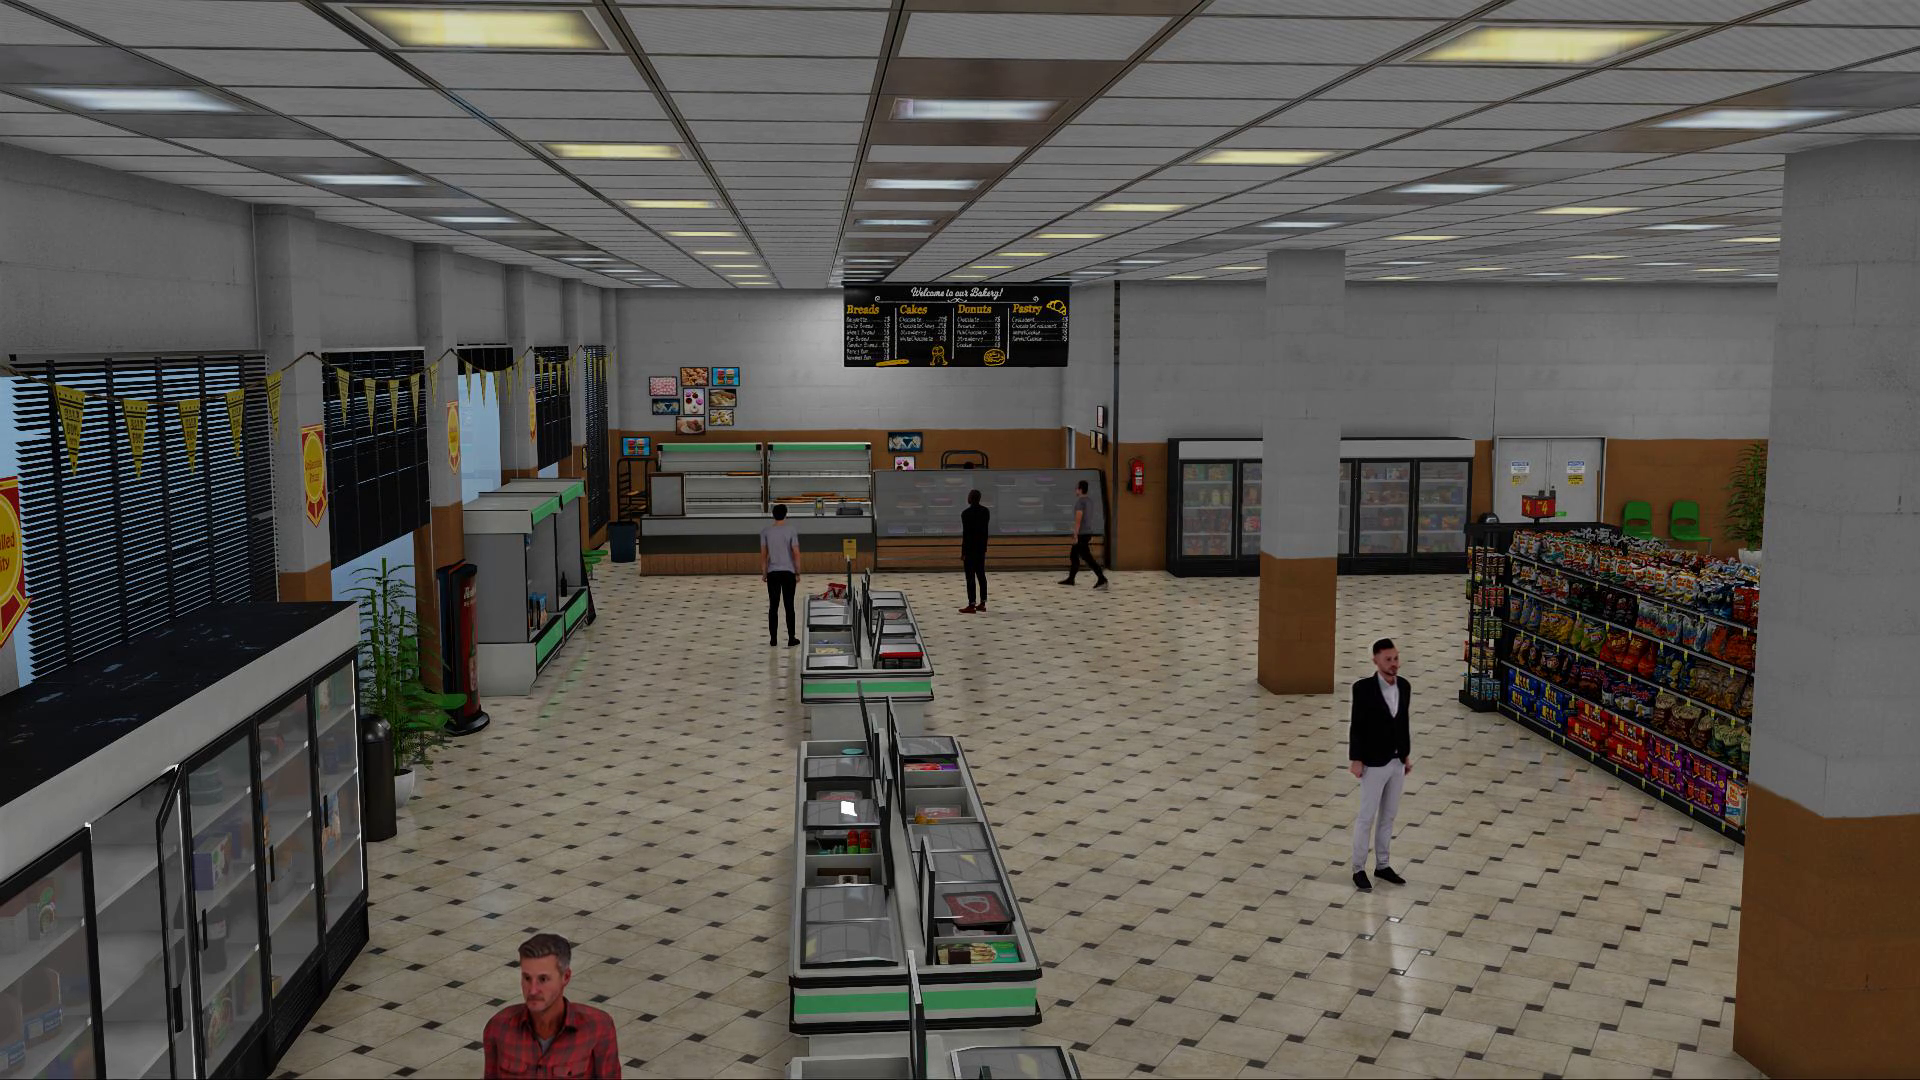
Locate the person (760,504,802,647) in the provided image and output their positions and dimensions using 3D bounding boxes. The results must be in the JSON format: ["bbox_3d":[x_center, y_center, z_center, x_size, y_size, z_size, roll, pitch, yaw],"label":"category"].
[{"bbox_3d":[-2.351,0.455,21.818,0.705,1.863,0.612,1,7,6],"label":"person"}]

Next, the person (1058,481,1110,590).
[{"bbox_3d":[2.046,-0.069,26.698,1.026,1.731,1.155,3,7,21],"label":"person"}]

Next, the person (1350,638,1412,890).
[{"bbox_3d":[3.099,1.623,12.233,0.716,1.842,0.638,-3,7,-22],"label":"person"}]

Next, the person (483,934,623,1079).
[{"bbox_3d":[-1.529,2.354,6.242,0.705,1.830,0.575,0,7,0],"label":"person"}]

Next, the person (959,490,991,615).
[{"bbox_3d":[0.218,0.160,24.441,0.832,1.818,0.784,6,9,42],"label":"person"}]
